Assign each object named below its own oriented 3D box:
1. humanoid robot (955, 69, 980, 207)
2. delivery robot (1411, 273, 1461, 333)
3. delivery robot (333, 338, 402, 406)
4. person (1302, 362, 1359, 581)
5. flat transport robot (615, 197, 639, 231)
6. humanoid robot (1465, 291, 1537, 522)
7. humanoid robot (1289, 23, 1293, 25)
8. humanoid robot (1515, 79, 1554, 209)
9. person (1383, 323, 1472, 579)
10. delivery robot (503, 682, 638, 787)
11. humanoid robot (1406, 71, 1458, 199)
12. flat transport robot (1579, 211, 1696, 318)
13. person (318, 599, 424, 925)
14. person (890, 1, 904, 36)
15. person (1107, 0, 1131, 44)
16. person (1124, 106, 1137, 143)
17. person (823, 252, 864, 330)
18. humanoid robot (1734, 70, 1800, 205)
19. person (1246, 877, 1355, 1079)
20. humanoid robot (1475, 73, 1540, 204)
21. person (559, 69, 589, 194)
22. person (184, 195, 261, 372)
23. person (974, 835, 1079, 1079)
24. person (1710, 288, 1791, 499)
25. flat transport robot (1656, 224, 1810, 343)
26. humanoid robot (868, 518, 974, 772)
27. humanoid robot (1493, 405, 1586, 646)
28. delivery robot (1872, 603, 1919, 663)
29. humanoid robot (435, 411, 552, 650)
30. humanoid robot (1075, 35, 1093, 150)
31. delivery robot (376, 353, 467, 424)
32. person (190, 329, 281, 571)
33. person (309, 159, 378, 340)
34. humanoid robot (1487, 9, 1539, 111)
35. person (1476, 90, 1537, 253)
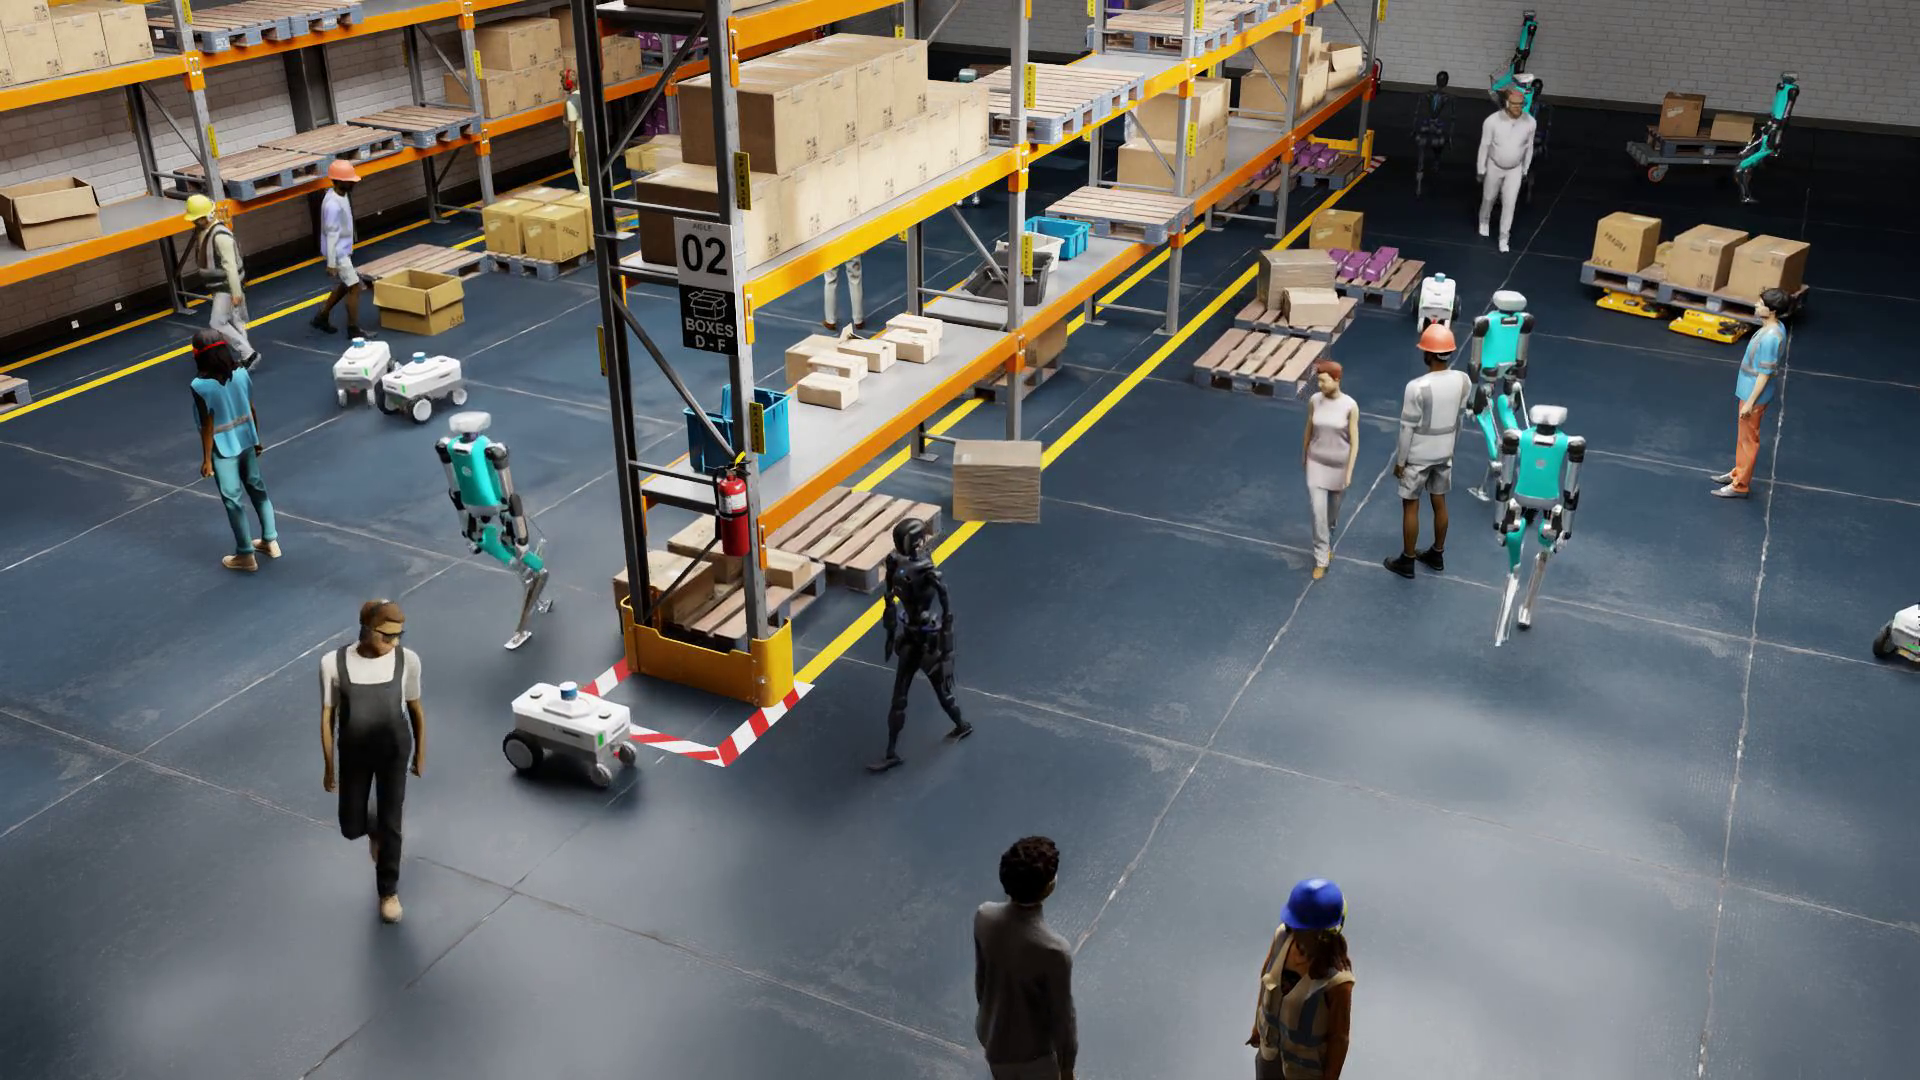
[{"bbox_3d":[0.097,-5.125,21.438,0.531,1.762,0.728,1,26,2],"label":"humanoid robot"},{"bbox_3d":[5.029,-2.529,17.531,0.499,0.564,0.744,8,27,15],"label":"delivery robot"},{"bbox_3d":[-5.642,-1.618,15.745,0.499,0.613,0.807,0,26,0],"label":"delivery robot"},{"bbox_3d":[2.727,-0.540,12.335,0.416,1.617,0.619,7,27,15],"label":"person"},{"bbox_3d":[-4.206,-4.103,21.067,0.659,0.231,1.431,21,33,35],"label":"flat transport robot"},{"bbox_3d":[4.399,-0.999,13.196,0.548,1.809,0.898,-8,27,-16],"label":"humanoid robot"},{"bbox_3d":[5.016,-7.139,25.641,0.592,1.626,0.735,-22,34,-37],"label":"humanoid robot"},{"bbox_3d":[7.349,-5.146,21.580,0.587,1.656,0.339,2,26,5],"label":"humanoid robot"},{"bbox_3d":[3.428,-0.657,12.245,0.539,1.927,0.390,-10,28,-20],"label":"person"},{"bbox_3d":[-2.384,1.147,10.159,0.807,0.613,0.499,12,29,23],"label":"delivery robot"},{"bbox_3d":[6.289,-5.433,22.203,0.608,1.630,0.735,9,28,18],"label":"humanoid robot"},{"bbox_3d":[7.631,-2.749,18.331,0.659,0.231,1.431,22,34,37],"label":"flat transport robot"},{"bbox_3d":[-3.069,1.132,8.775,0.563,1.793,0.596,-7,27,-13],"label":"person"},{"bbox_3d":[-1.085,-9.369,29.961,0.365,1.825,0.511,4,27,7],"label":"person"},{"bbox_3d":[2.734,-9.023,29.139,0.531,1.925,0.415,21,33,36],"label":"person"},{"bbox_3d":[2.296,-5.050,21.339,0.566,1.724,0.763,14,30,27],"label":"person"},{"bbox_3d":[-1.247,-3.103,17.263,0.570,1.865,0.394,-2,26,-4],"label":"person"},{"bbox_3d":[10.357,-5.135,21.620,0.730,1.892,0.550,3,26,6],"label":"humanoid robot"},{"bbox_3d":[1.372,2.110,6.811,0.306,1.781,0.462,-16,31,-29],"label":"person"},{"bbox_3d":[7.010,-5.240,21.557,0.533,1.677,0.735,-13,29,-25],"label":"humanoid robot"},{"bbox_3d":[-4.853,-5.082,21.278,0.376,1.840,0.562,2,26,3],"label":"person"},{"bbox_3d":[-7.094,-2.439,15.971,0.437,1.803,0.628,-19,32,-34],"label":"person"},{"bbox_3d":[0.233,2.058,6.817,0.529,1.880,0.577,19,32,33],"label":"person"},{"bbox_3d":[6.426,-1.189,13.488,0.324,1.770,0.487,11,28,21],"label":"person"},{"bbox_3d":[8.142,-2.402,17.630,0.659,0.231,1.431,23,34,38],"label":"flat transport robot"},{"bbox_3d":[-0.223,0.620,10.007,0.794,1.629,0.607,-24,35,-39],"label":"humanoid robot"},{"bbox_3d":[3.937,-0.143,11.431,0.546,1.802,0.837,10,28,19],"label":"humanoid robot"},{"bbox_3d":[6.622,0.614,11.238,0.812,0.614,0.499,-14,30,-27],"label":"delivery robot"},{"bbox_3d":[-3.041,-0.101,11.420,0.559,1.861,0.845,12,29,23],"label":"humanoid robot"},{"bbox_3d":[1.920,-6.613,24.543,0.362,1.655,0.603,-19,32,-33],"label":"humanoid robot"},{"bbox_3d":[-4.963,-1.431,15.333,0.499,0.582,0.764,17,31,30],"label":"delivery robot"},{"bbox_3d":[-5.390,-0.665,12.321,0.378,1.865,0.544,12,29,22],"label":"person"},{"bbox_3d":[-6.350,-2.930,16.887,0.737,1.883,0.556,-5,27,-11],"label":"person"},{"bbox_3d":[8.565,-7.418,25.998,0.730,1.697,0.533,3,27,7],"label":"humanoid robot"},{"bbox_3d":[6.561,-4.501,20.067,0.646,1.865,0.950,4,27,7],"label":"person"}]
